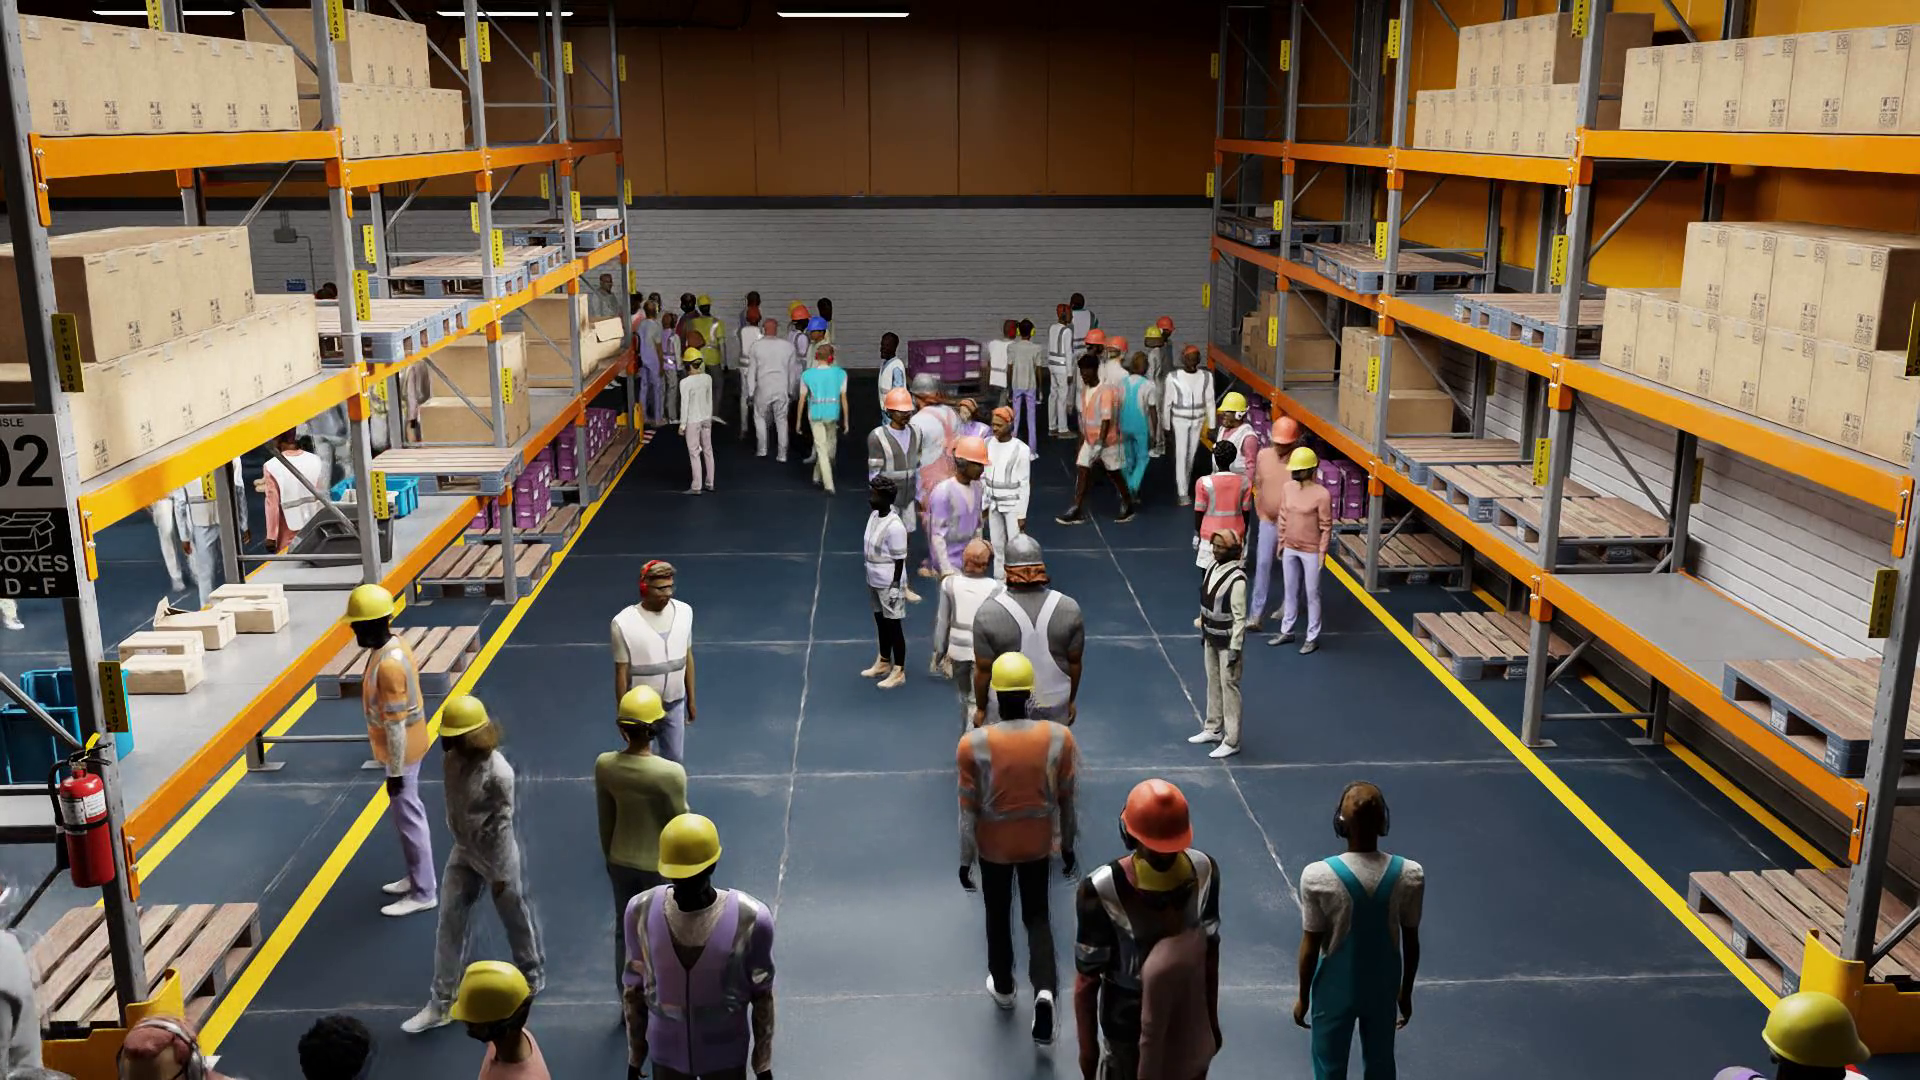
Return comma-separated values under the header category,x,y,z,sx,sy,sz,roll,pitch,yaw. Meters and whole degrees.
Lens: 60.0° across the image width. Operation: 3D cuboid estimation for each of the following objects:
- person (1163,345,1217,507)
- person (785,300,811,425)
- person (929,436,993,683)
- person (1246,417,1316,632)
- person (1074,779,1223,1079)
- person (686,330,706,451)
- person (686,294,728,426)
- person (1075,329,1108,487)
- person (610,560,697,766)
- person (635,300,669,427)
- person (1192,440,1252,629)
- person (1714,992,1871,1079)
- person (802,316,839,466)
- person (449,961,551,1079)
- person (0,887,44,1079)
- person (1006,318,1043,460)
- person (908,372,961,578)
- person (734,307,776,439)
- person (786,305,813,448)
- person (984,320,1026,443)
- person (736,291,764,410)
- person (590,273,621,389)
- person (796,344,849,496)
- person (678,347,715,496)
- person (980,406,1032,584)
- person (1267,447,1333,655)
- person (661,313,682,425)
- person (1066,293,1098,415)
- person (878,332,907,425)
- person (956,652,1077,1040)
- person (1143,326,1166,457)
category,x,y,z,sx,sy,sz,roll,pitch,yaw
person,2.689,-1.316,19.273,0.574,1.844,0.879,-3,15,-11
person,-2.356,-2.600,24.361,0.404,1.823,0.587,-12,19,-40
person,0.022,0.176,13.092,0.719,2.007,0.635,9,17,32
person,2.789,-0.146,14.539,0.614,1.914,1.024,9,17,32
person,0.741,1.865,6.427,0.614,2.030,0.405,-6,15,-22
person,-3.545,-2.015,22.440,0.279,1.634,0.497,-4,15,-16
person,-3.691,-2.616,24.253,0.628,1.907,0.508,3,15,12
person,1.608,-1.612,20.278,0.389,1.929,0.549,-3,15,-11
person,-1.871,1.005,10.191,0.561,1.836,0.389,-13,20,-42
person,-4.502,-2.563,24.191,0.513,1.836,0.354,8,17,30
person,2.292,-0.035,14.558,0.537,1.694,0.320,-3,15,-12
person,2.476,2.260,5.072,0.370,1.929,0.585,-2,14,-9
person,-1.796,-1.909,21.398,0.393,1.946,0.617,-13,19,-41
person,-1.489,2.214,5.581,0.323,1.764,0.533,-7,16,-26
person,-3.622,2.042,6.311,0.642,1.734,0.585,-9,17,-31
person,0.847,-1.970,21.826,0.502,1.861,0.327,3,15,11
person,-0.329,-0.647,16.258,0.591,2.000,0.697,7,16,27
person,-2.907,-2.380,23.515,0.560,1.830,0.985,2,14,8
person,-2.152,-2.219,22.627,0.353,1.942,0.545,-8,16,-29
person,0.602,-2.066,22.348,0.600,1.794,0.945,13,19,40
person,-3.174,-2.905,25.546,0.537,1.827,0.449,13,19,41
person,-5.841,-3.467,27.605,0.400,1.905,0.643,4,15,16
person,-1.645,-1.441,19.893,0.609,1.791,0.964,-5,15,-19
person,-3.149,-1.407,19.791,0.314,1.769,0.524,9,17,33
person,0.418,-0.301,15.242,0.353,1.878,0.570,-13,19,-40
person,2.865,0.084,13.950,0.337,1.761,0.526,-12,18,-39
person,-4.269,-2.509,24.395,0.519,1.630,0.323,14,20,43
person,1.766,-2.808,25.139,0.621,1.845,0.429,-5,15,-18
person,-0.815,-1.538,20.009,0.388,1.915,0.593,-4,15,-17
person,0.294,1.501,8.132,0.604,1.901,0.759,-3,15,-10
person,2.562,-1.968,22.063,0.336,1.736,0.488,6,15,22
